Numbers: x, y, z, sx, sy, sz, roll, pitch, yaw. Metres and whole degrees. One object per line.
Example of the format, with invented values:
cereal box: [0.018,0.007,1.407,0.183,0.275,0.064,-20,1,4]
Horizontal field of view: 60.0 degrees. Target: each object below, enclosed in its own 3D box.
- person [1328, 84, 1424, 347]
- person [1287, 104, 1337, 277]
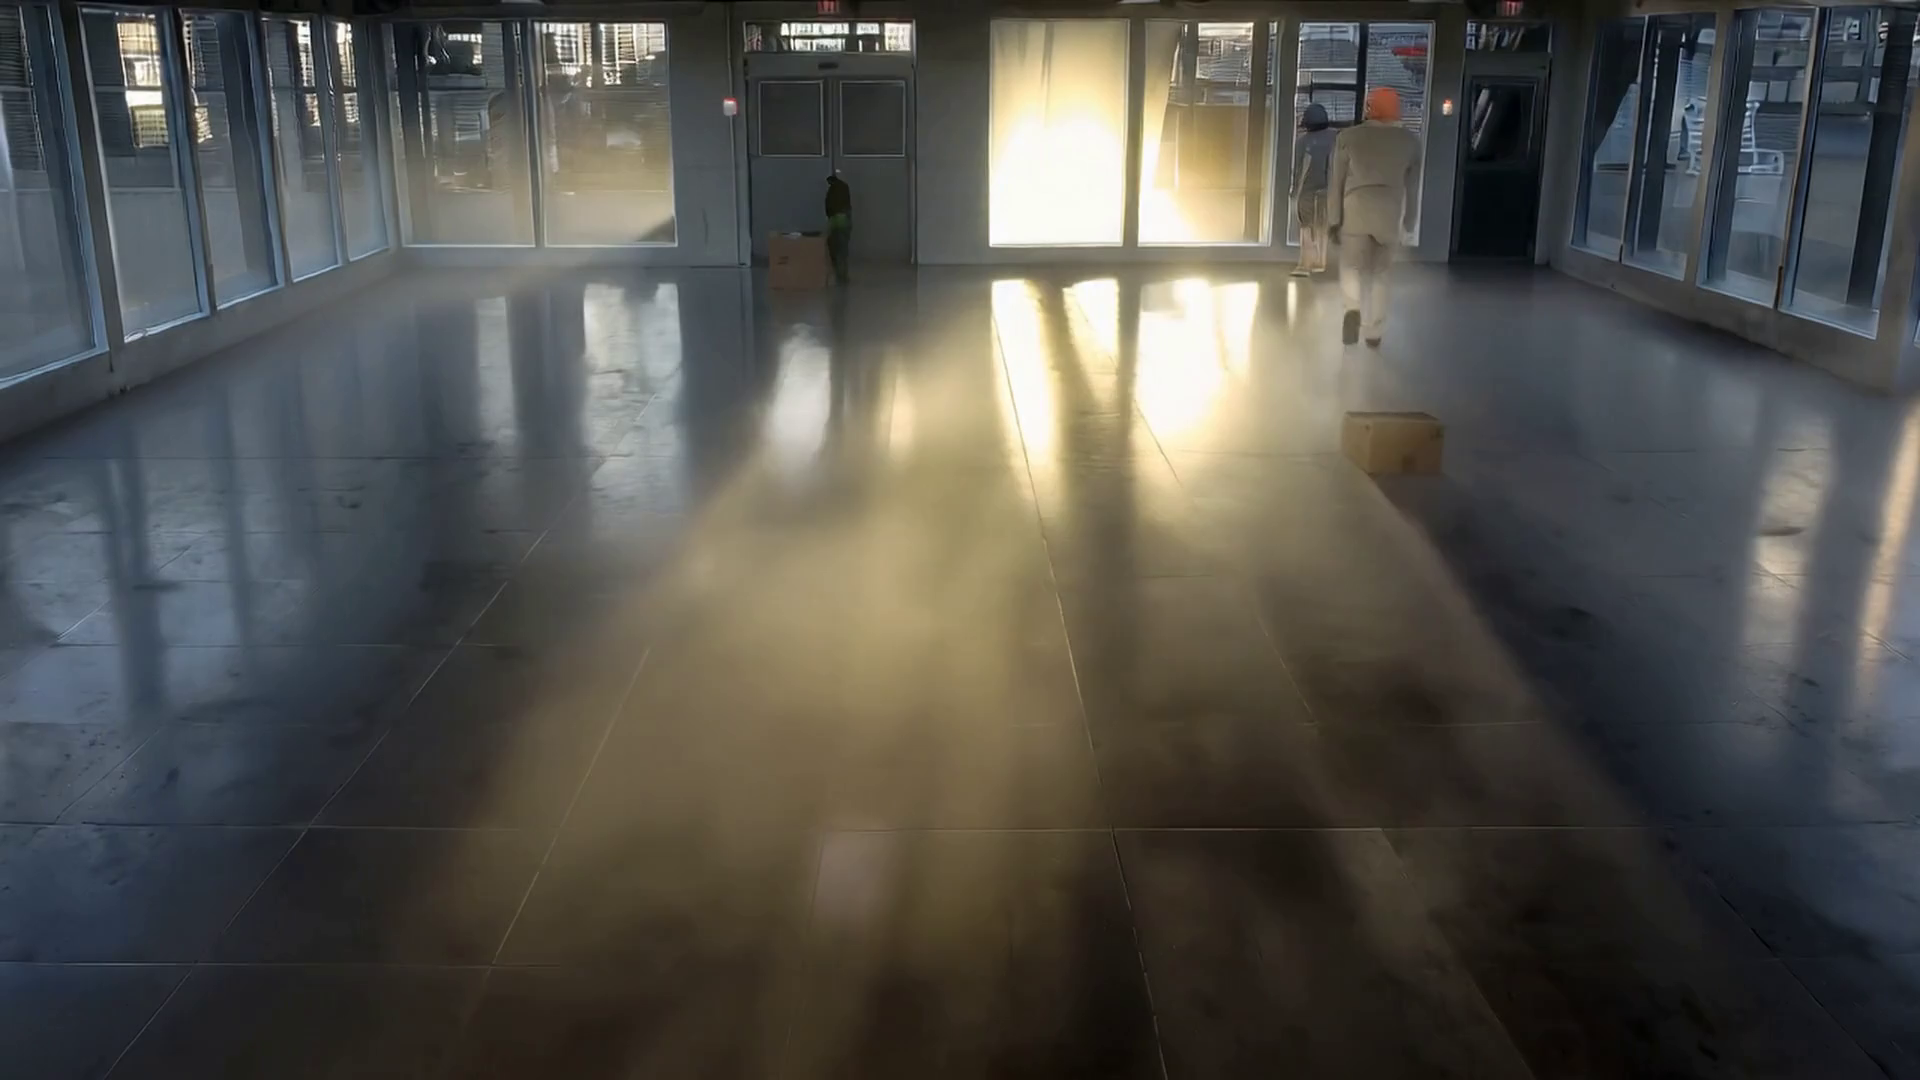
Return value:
person: [2.977,-2.308,11.982,0.643,1.896,0.578,3,17,11]
person: [3.380,-3.342,15.953,0.500,1.633,0.282,-9,19,-29]
